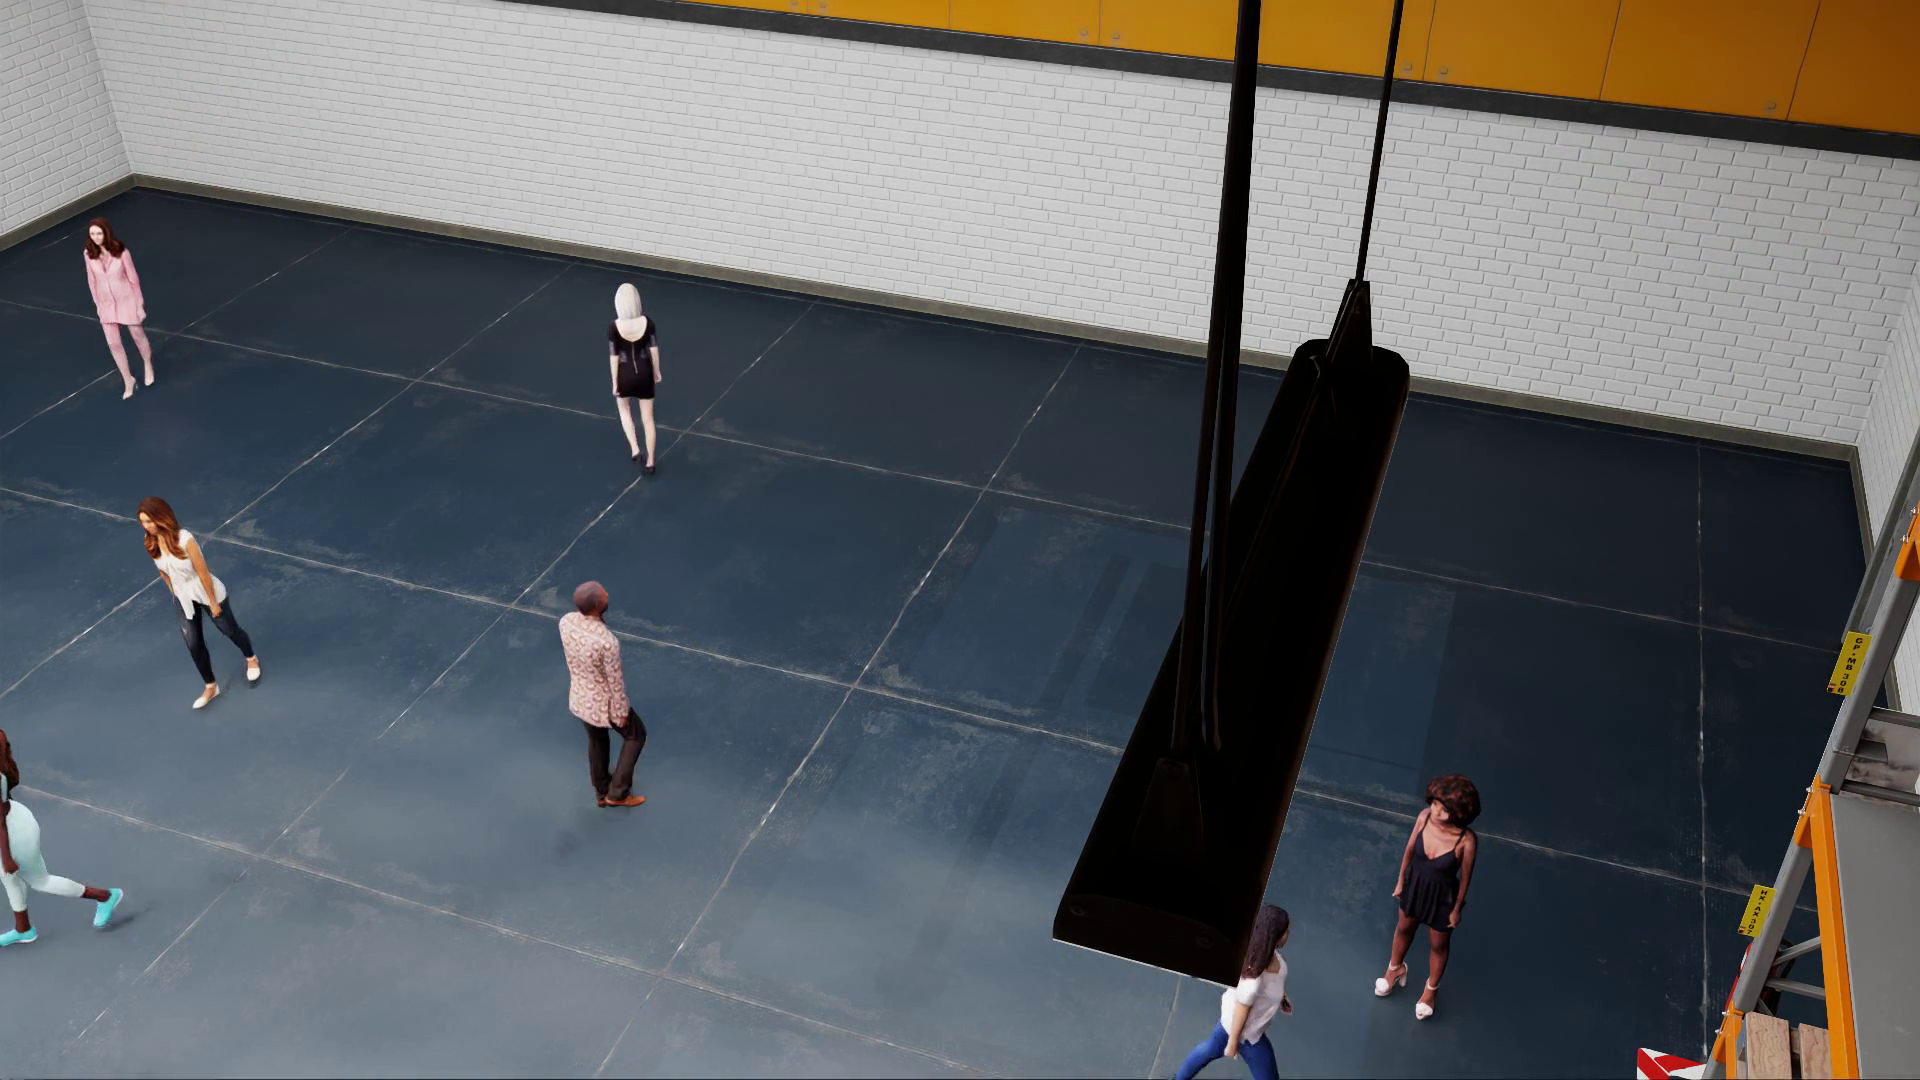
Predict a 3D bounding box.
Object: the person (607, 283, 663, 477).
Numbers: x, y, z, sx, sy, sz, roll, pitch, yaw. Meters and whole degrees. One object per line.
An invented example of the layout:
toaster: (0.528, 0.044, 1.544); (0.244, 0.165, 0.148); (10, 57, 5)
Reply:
person: (-2.819, -1.356, 14.576); (0.768, 1.816, 0.826); (-13, 36, -19)

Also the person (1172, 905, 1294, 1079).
person: (1.424, 2.567, 8.840); (0.793, 1.633, 1.069); (6, 34, 9)

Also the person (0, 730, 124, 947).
person: (-5.605, 1.758, 9.994); (1.069, 1.703, 0.979); (-17, 37, -24)

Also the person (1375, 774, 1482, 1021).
person: (2.700, 2.030, 9.507); (0.644, 1.788, 0.654); (27, 42, 34)

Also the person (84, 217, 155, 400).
person: (-8.057, -2.300, 16.029); (0.847, 1.781, 0.943); (-5, 34, -7)

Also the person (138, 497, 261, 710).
person: (-5.465, 0.367, 12.051); (0.678, 1.743, 0.892); (4, 34, 6)

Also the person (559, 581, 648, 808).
person: (-2.424, 1.082, 10.928); (0.751, 1.795, 0.716); (21, 39, 29)
